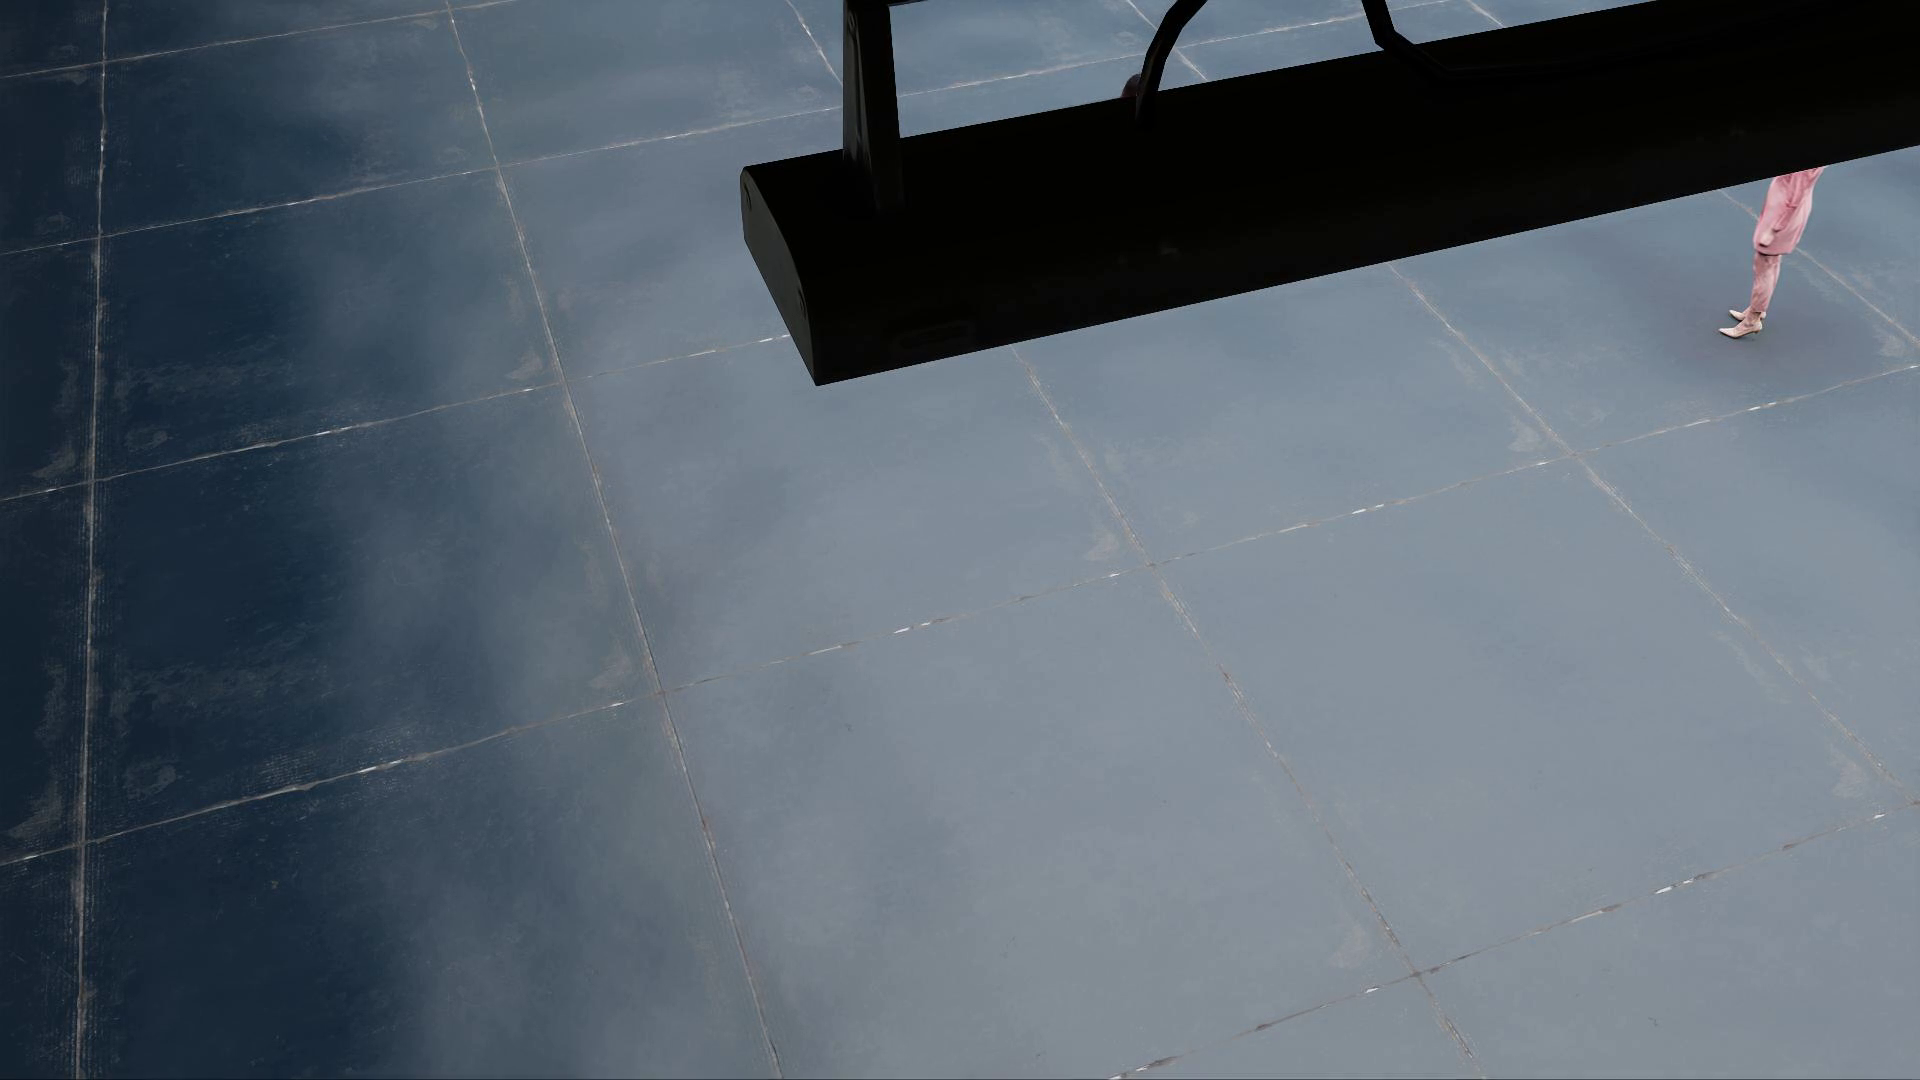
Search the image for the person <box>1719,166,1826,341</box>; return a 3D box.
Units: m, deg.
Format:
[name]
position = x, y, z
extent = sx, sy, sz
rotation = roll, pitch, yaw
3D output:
[person]
position = 5.513, -2.143, 11.127
extent = 0.709, 1.802, 0.696
rotation = 26, 49, 25
